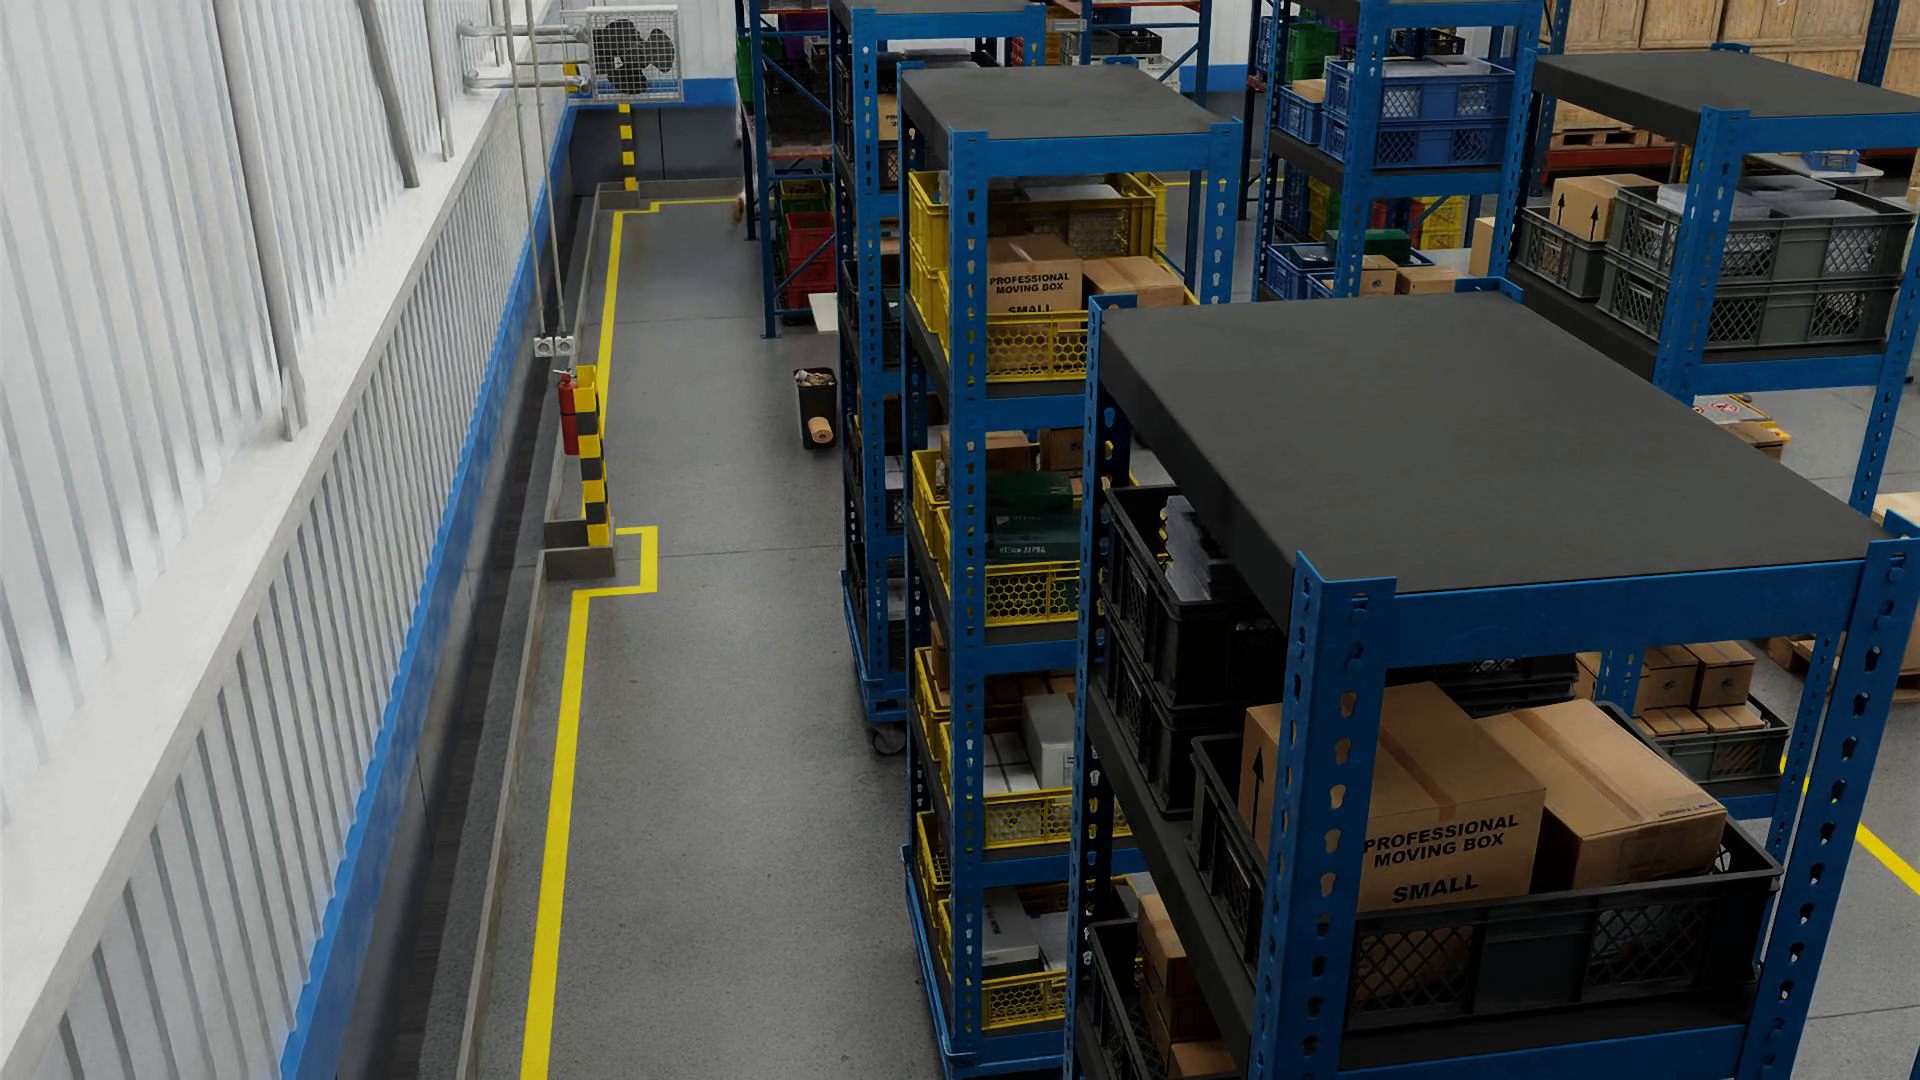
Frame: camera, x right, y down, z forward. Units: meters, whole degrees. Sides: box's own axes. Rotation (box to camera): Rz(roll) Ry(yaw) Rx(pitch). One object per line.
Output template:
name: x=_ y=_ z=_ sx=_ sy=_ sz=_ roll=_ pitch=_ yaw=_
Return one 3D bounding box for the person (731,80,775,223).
person: x=-2.229 y=-4.290 z=17.712 sx=0.618 sy=1.859 sz=0.743 roll=19 pitch=31 yaw=36
